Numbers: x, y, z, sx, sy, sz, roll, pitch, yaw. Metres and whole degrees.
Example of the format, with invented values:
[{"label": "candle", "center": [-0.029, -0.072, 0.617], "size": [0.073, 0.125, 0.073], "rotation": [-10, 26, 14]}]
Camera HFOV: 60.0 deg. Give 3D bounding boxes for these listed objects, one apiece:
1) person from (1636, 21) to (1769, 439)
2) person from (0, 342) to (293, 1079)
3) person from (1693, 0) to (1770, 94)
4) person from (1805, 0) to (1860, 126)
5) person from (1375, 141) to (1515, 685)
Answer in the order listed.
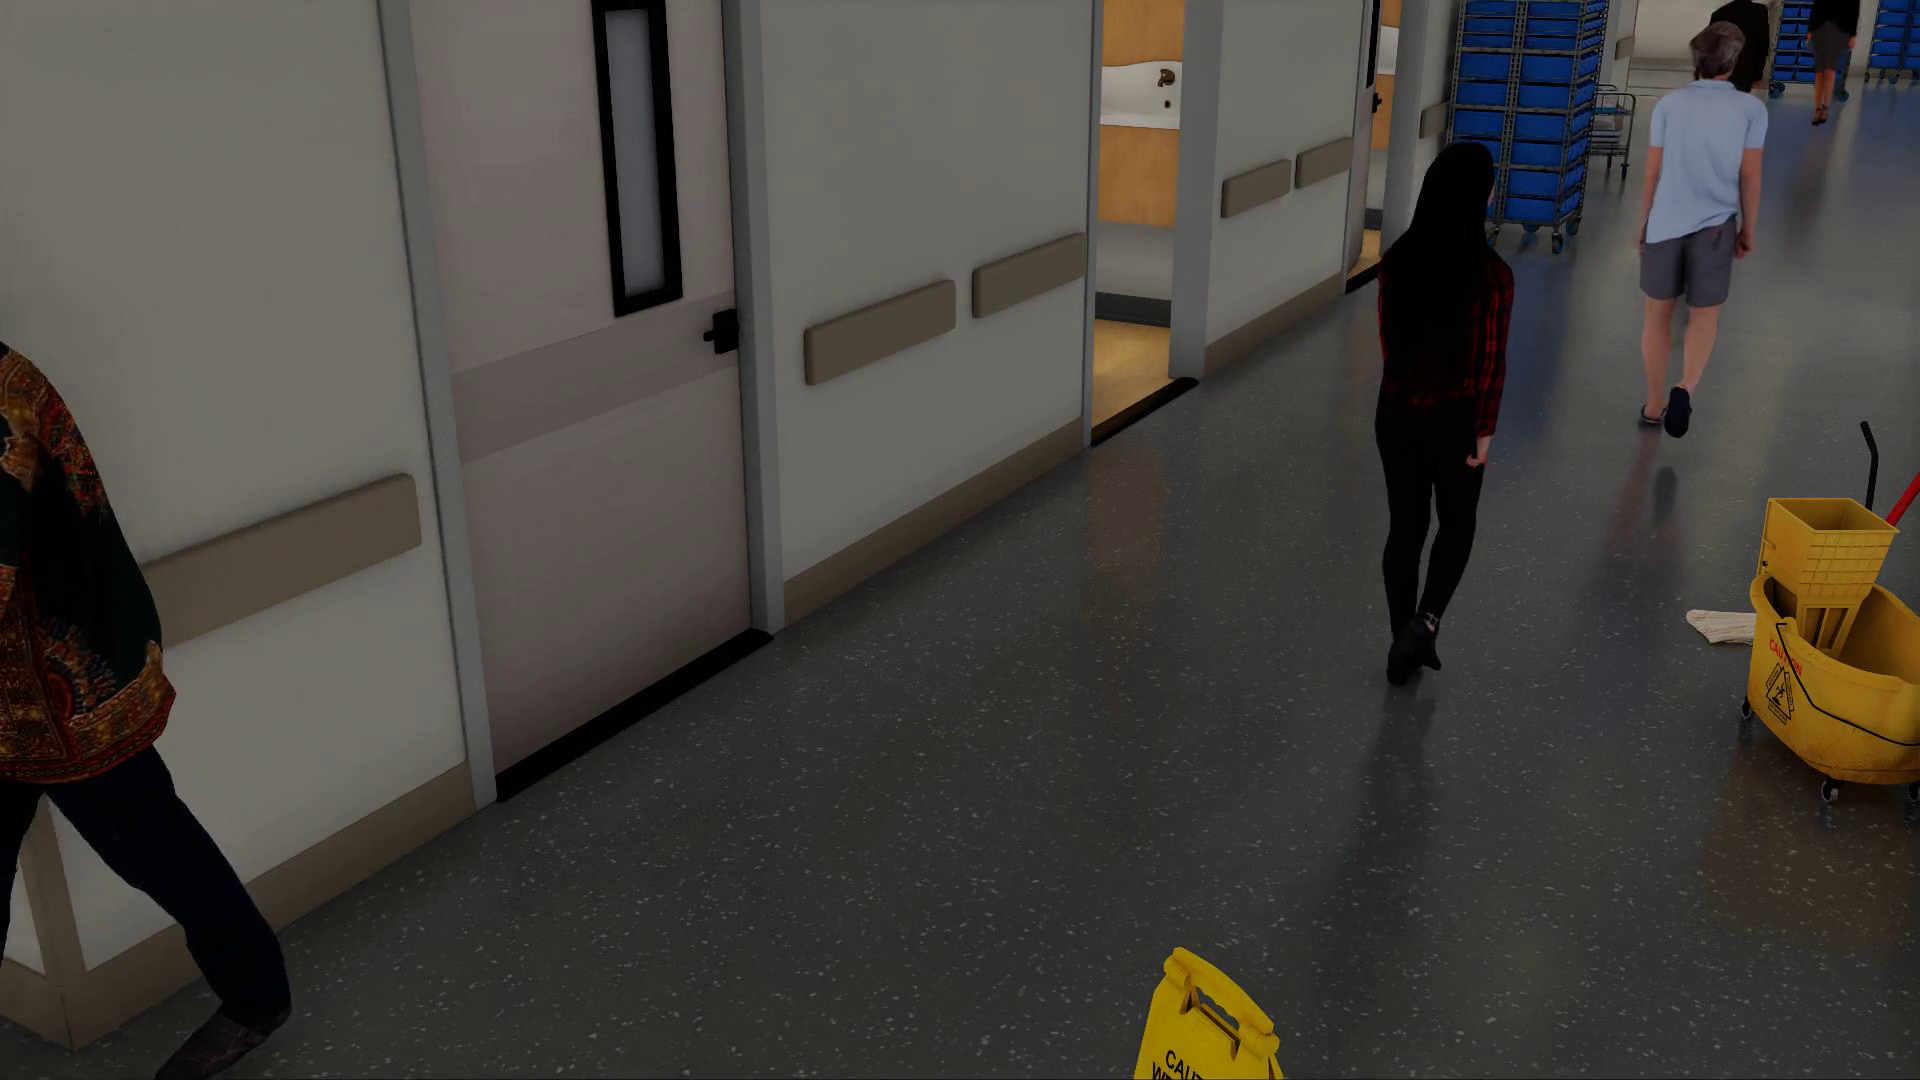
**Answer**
[{"label": "person", "center": [3.232, -1.341, 7.388], "size": [0.678, 1.813, 0.996], "rotation": [11, 23, 26]}, {"label": "person", "center": [-1.614, 0.282, 3.124], "size": [1.239, 1.758, 0.985], "rotation": [-18, 27, -39]}, {"label": "person", "center": [6.829, -4.108, 14.729], "size": [0.815, 1.788, 0.756], "rotation": [7, 22, 18]}, {"label": "person", "center": [9.591, -5.487, 18.333], "size": [0.659, 1.814, 0.750], "rotation": [16, 26, 35]}, {"label": "person", "center": [1.363, -0.325, 4.948], "size": [0.615, 1.642, 0.652], "rotation": [16, 26, 36]}]
